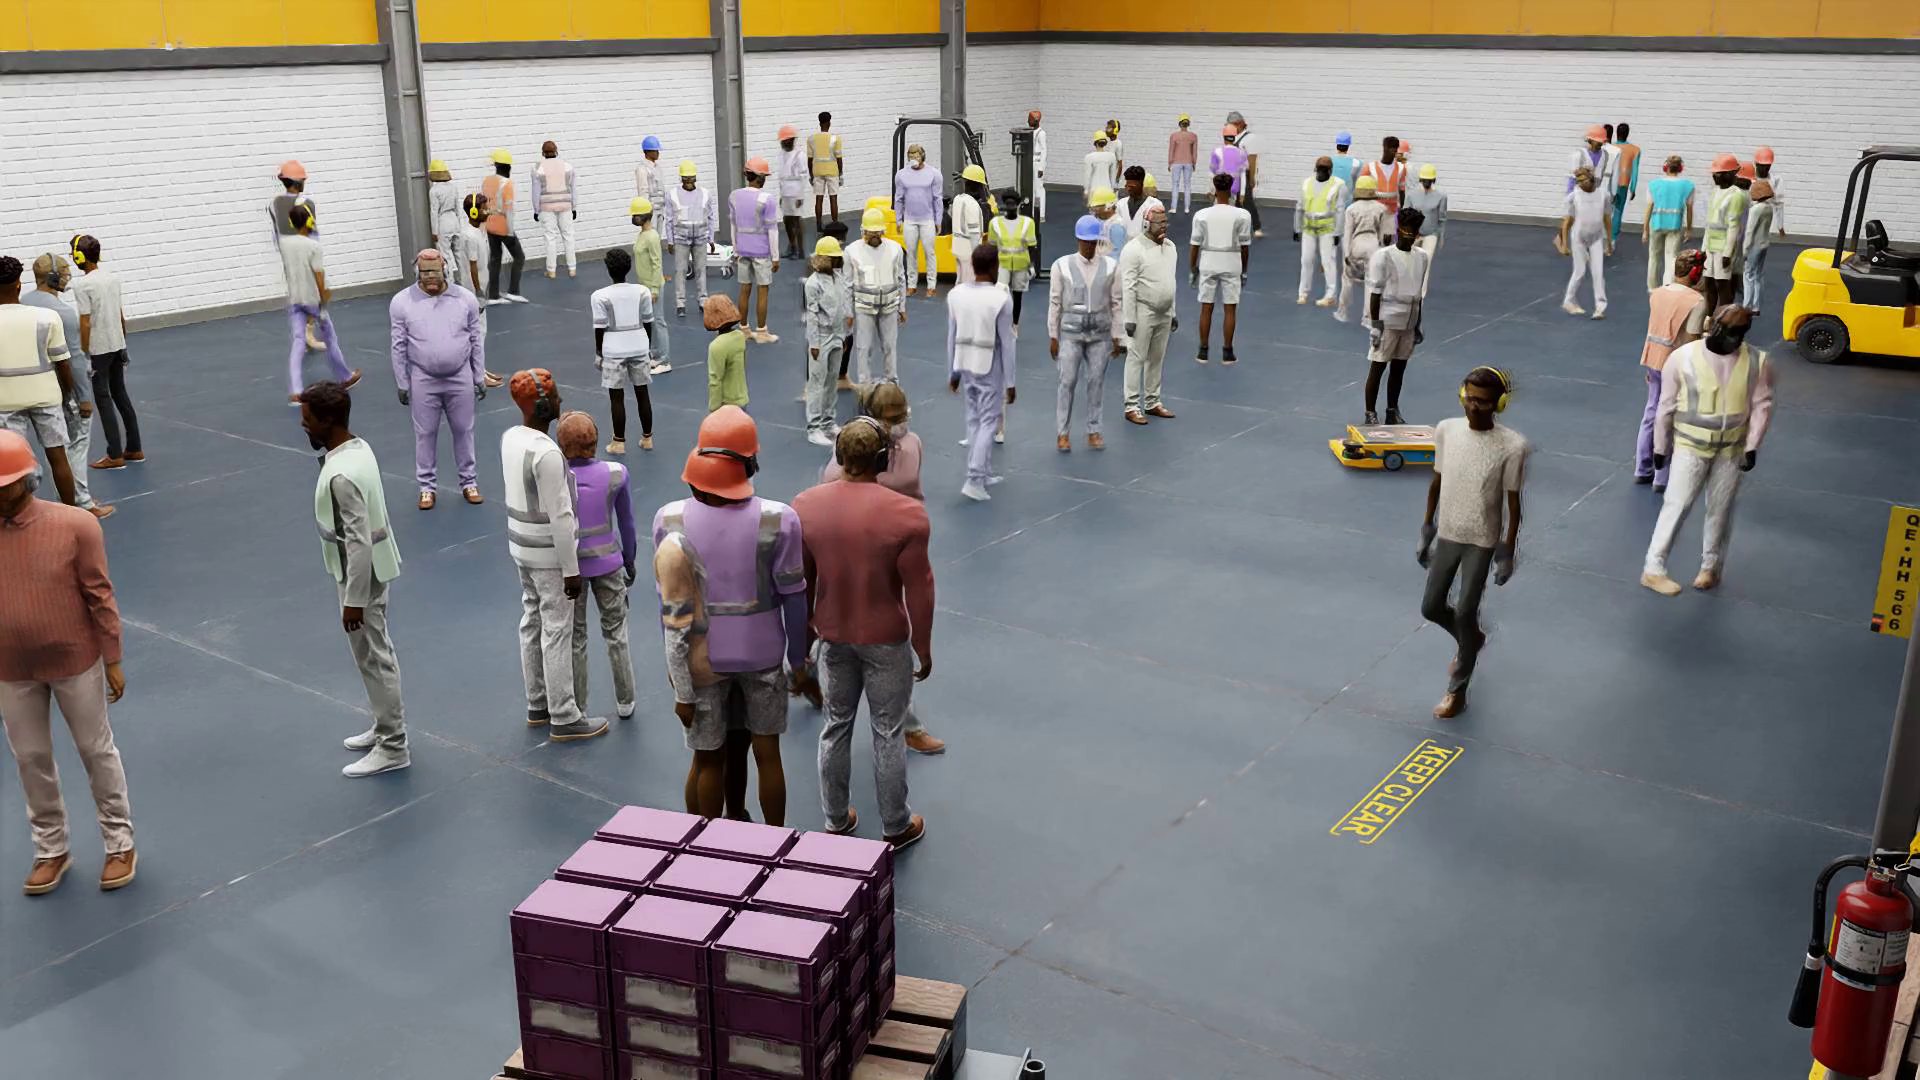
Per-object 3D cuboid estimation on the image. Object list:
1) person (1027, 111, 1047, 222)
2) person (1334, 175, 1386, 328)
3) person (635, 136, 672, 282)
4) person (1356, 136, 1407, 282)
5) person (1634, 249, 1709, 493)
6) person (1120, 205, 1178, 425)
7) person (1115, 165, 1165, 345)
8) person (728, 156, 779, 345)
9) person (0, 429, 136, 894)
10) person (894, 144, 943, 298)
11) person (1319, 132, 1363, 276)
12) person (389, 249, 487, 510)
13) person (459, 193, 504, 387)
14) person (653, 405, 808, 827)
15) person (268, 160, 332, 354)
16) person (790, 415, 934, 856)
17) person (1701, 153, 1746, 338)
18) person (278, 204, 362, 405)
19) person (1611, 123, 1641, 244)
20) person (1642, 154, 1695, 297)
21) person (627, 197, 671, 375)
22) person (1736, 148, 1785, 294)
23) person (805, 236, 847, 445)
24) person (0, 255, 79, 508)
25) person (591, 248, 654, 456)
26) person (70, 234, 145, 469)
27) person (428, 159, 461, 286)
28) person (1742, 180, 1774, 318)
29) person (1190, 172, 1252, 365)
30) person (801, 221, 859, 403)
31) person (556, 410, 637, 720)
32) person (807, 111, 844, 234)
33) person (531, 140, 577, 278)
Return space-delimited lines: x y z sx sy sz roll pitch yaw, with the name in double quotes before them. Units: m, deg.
"person" 1.304 -6.399 28.525 0.338 1.882 0.582 -6 19 -17
"person" 4.646 -3.345 19.260 0.505 1.713 0.806 -1 18 -3
"person" -4.074 -4.369 22.071 0.394 1.945 0.618 3 18 9
"person" 5.603 -4.396 22.162 0.685 1.949 0.409 -2 18 -8
"person" 5.364 -1.271 12.568 0.394 1.836 0.560 -4 18 -13
"person" 1.700 -1.991 14.702 0.638 1.909 0.408 -15 23 -40
"person" 1.911 -3.056 17.960 0.621 1.951 0.379 14 22 37
"person" -2.208 -3.141 18.111 0.612 2.029 0.407 10 20 29
"person" -3.742 0.502 6.784 0.624 1.984 0.413 -4 18 -12
"person" -0.527 -4.039 21.083 0.634 1.929 0.383 4 18 12
"person" 5.182 -4.580 22.732 0.614 1.945 0.404 3 18 8
"person" -3.785 -1.171 12.139 0.652 1.904 0.402 -7 19 -22
"person" -4.652 -2.409 16.092 0.325 1.861 0.512 -6 19 -18
"person" -0.923 0.451 6.843 0.607 2.044 0.375 0 18 0
"person" -6.948 -2.978 17.587 0.639 2.028 0.422 8 19 23
"person" -0.412 0.420 7.108 0.636 1.938 0.354 5 18 15
"person" 8.395 -3.249 18.448 0.416 2.032 0.604 -1 18 -4
"person" -6.068 -2.221 15.569 0.494 1.812 0.987 4 18 13
"person" 10.100 -5.456 25.595 0.607 1.883 0.959 5 19 16
"person" 8.855 -3.901 20.830 0.578 1.815 0.881 5 18 16
"person" -3.124 -2.541 16.653 0.326 1.765 0.530 -8 19 -24
"person" 10.067 -3.997 21.028 0.563 1.885 1.012 1 18 2
"person" -1.103 -1.682 13.997 0.324 1.743 0.490 9 20 27
"person" -6.389 -0.961 11.382 0.616 1.964 0.361 -10 20 -29
"person" -2.745 -1.531 13.600 0.535 1.699 0.318 -12 21 -33
"person" -6.817 -1.492 13.231 0.332 1.857 0.528 3 18 8
"person" -6.535 -3.950 21.112 0.318 1.737 0.490 9 20 27
"person" 9.393 -3.430 19.660 0.504 1.627 0.275 -15 23 -40
"person" 2.674 -2.784 17.116 0.604 1.955 0.378 5 18 16
"person" -1.237 -2.139 15.558 0.743 1.678 0.329 -17 24 -42
"person" -1.889 0.153 8.427 0.524 1.639 0.308 -8 19 -23
"person" -2.172 -5.937 26.947 0.603 1.966 0.367 4 18 12
"person" -5.527 -4.508 22.692 0.621 1.837 0.429 -9 20 -25
